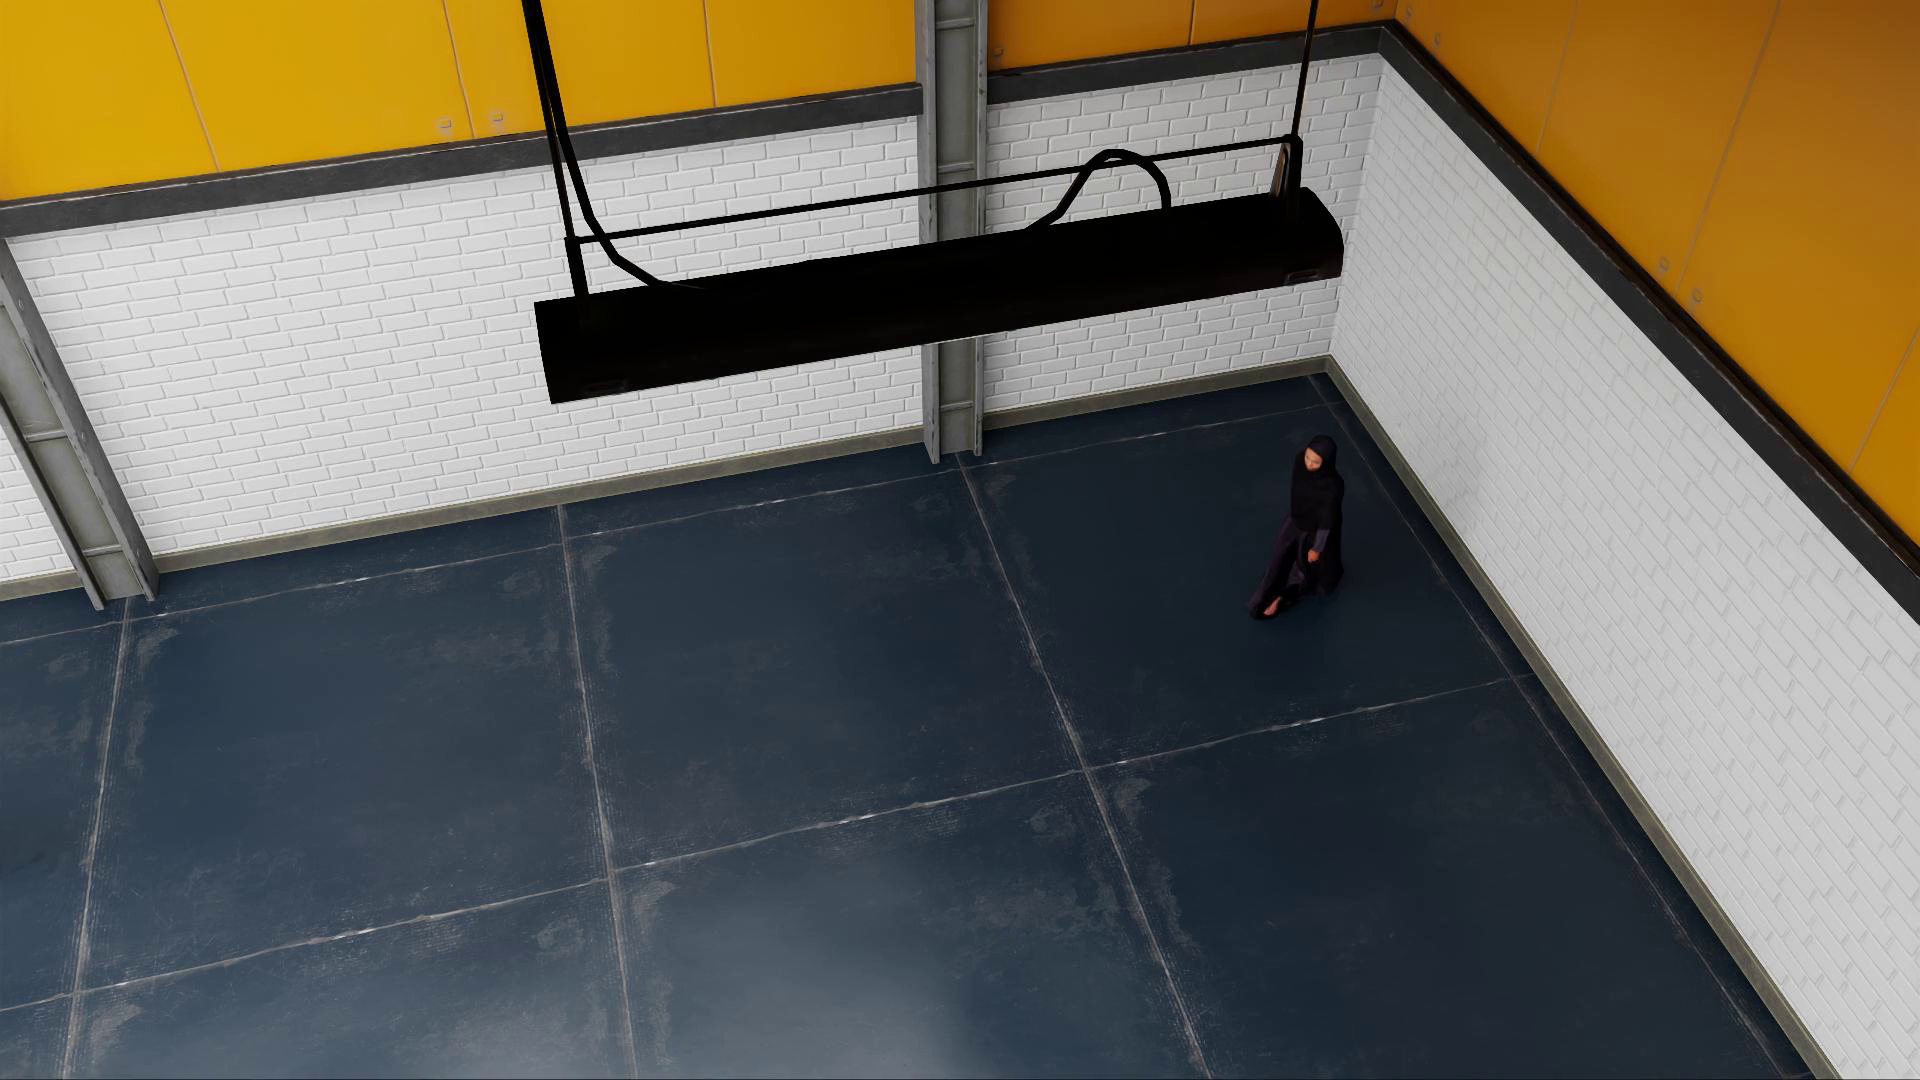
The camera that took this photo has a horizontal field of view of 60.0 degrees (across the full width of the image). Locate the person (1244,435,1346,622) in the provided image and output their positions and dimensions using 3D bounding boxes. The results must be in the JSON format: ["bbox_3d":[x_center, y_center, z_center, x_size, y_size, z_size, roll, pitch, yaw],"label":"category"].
[{"bbox_3d":[2.408,-0.168,11.084,1.176,1.592,0.861,-22,48,-21],"label":"person"}]
